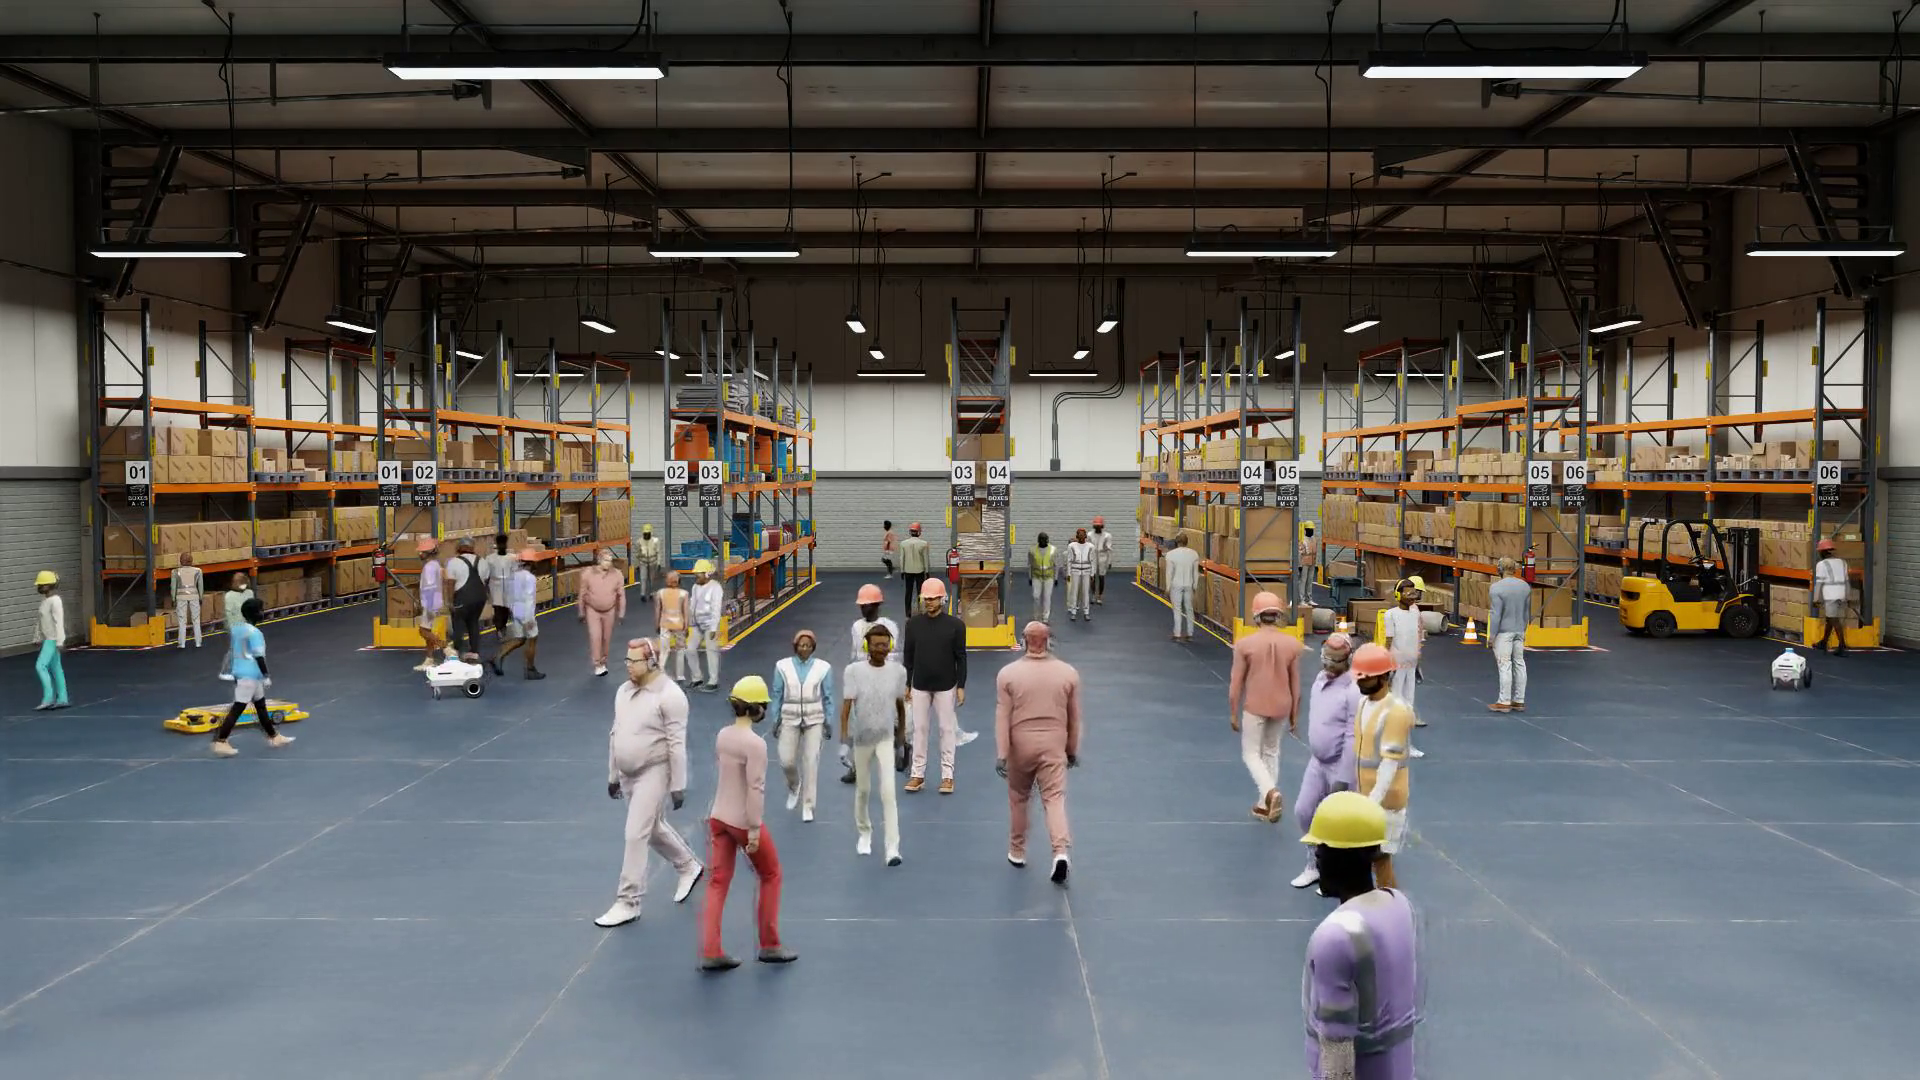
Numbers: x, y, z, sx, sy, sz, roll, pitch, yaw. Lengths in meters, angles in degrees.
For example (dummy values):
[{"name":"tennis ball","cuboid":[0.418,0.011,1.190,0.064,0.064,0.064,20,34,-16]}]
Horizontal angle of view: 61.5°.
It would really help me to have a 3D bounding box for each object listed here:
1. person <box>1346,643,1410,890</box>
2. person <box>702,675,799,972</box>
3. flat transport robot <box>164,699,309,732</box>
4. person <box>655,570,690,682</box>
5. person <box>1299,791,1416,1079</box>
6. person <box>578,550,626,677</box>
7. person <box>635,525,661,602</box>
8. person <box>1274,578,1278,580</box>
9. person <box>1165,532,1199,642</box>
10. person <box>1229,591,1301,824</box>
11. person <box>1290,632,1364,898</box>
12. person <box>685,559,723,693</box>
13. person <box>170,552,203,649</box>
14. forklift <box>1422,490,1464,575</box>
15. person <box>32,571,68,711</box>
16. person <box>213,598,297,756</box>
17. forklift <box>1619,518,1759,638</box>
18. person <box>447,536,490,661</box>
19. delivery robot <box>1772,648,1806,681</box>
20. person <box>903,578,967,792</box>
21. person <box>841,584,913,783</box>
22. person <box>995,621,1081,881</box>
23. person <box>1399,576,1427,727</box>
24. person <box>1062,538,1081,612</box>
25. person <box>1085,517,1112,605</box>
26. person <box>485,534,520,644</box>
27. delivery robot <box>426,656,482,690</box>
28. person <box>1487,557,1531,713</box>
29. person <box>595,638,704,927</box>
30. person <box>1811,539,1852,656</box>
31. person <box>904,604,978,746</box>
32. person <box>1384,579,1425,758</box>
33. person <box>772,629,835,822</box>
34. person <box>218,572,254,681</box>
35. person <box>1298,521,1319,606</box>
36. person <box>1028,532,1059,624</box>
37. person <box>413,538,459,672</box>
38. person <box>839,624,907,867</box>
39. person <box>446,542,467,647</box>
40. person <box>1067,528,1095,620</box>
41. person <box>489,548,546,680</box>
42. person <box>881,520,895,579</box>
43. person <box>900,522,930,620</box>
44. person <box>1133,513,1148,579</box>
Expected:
[{"name":"person","cuboid":[2.533,1.591,9.981,0.473,1.914,0.555,-1,2,-18]},{"name":"person","cuboid":[-1.257,1.683,9.684,0.705,1.739,0.540,-2,3,-43]},{"name":"flat transport robot","cuboid":[-8.517,2.058,19.045,0.652,0.197,1.431,2,3,38]},{"name":"person","cuboid":[-4.072,1.228,22.775,0.521,1.609,0.775,0,2,7]},{"name":"person","cuboid":[1.265,1.774,5.288,0.421,1.908,0.598,2,3,44]},{"name":"person","cuboid":[-5.242,1.078,23.632,0.671,1.855,0.997,-1,2,-24]},{"name":"person","cuboid":[-7.292,0.550,37.748,0.588,1.783,0.934,0,2,-10]},{"name":"person","cuboid":[7.772,0.402,40.363,0.587,1.865,0.413,1,2,21]},{"name":"person","cuboid":[3.931,0.836,28.609,0.635,1.937,0.352,-1,2,-18]},{"name":"person","cuboid":[2.592,1.419,13.593,0.622,1.974,0.770,0,2,-11]},{"name":"person","cuboid":[2.597,1.561,11.157,0.541,1.868,0.686,-1,2,-20]},{"name":"person","cuboid":[-3.495,1.168,21.867,0.595,1.814,0.542,2,3,39]},{"name":"person","cuboid":[-13.125,1.030,27.420,0.515,1.641,0.314,-1,3,-33]},{"name":"forklift","cuboid":[13.926,-0.371,47.846,1.873,2.768,1.129,0,2,0]},{"name":"person","cuboid":[-11.485,1.265,20.248,0.591,1.750,0.529,-2,3,-42]},{"name":"person","cuboid":[-7.493,1.436,17.082,0.887,1.645,0.548,-2,3,-39]},{"name":"forklift","cuboid":[13.417,0.684,29.791,2.313,2.155,1.214,0,2,0]},{"name":"person","cuboid":[-7.775,0.932,25.453,0.701,2.000,0.543,-2,3,-45]},{"name":"delivery robot","cuboid":[11.476,1.741,22.346,0.477,0.478,0.707,1,3,34]},{"name":"person","cuboid":[-0.243,1.347,15.041,0.612,1.996,0.388,1,2,16]},{"name":"person","cuboid":[-0.794,1.369,15.681,0.563,1.912,0.800,2,3,36]},{"name":"person","cuboid":[0.587,1.537,11.928,0.658,1.872,0.936,0,2,-9]},{"name":"person","cuboid":[5.336,1.304,19.077,0.328,1.760,0.523,0,2,-5]},{"name":"person","cuboid":[2.479,0.742,35.178,0.501,1.599,0.800,0,2,5]},{"name":"person","cuboid":[3.123,0.488,36.598,0.639,1.995,1.003,0,2,11]},{"name":"person","cuboid":[-8.106,0.851,28.574,0.608,1.924,0.992,-1,3,-25]},{"name":"delivery robot","cuboid":[-6.715,1.777,21.436,0.707,0.478,0.477,-1,2,-20]},{"name":"person","cuboid":[6.838,1.176,20.154,0.628,1.933,0.377,-1,3,-26]},{"name":"person","cuboid":[-2.080,1.576,10.865,0.654,1.872,0.933,2,3,42]},{"name":"person","cuboid":[14.245,0.939,26.542,0.564,1.888,0.935,-1,2,-20]},{"name":"person","cuboid":[-0.262,1.397,17.371,0.888,1.696,0.506,-1,2,-23]},{"name":"person","cuboid":[4.639,1.337,16.848,0.531,1.870,0.317,-2,3,-35]},{"name":"person","cuboid":[-1.337,1.571,13.817,0.543,1.625,0.373,0,2,-2]},{"name":"person","cuboid":[-10.268,1.236,22.966,0.716,1.581,0.512,2,3,34]},{"name":"person","cuboid":[7.853,0.530,36.408,0.588,1.930,0.362,-2,3,-34]},{"name":"person","cuboid":[1.656,0.753,32.050,0.626,1.828,0.447,0,2,6]},{"name":"person","cuboid":[-7.894,0.972,24.215,0.557,2.027,0.607,-1,2,-13]},{"name":"person","cuboid":[-0.658,1.547,12.297,0.537,1.815,0.994,0,2,-8]},{"name":"person","cuboid":[-8.576,0.932,27.723,0.563,1.820,0.439,1,2,23]},{"name":"person","cuboid":[2.467,0.693,32.917,0.576,1.882,0.355,0,2,-2]},{"name":"person","cuboid":[-6.350,1.068,23.217,0.726,1.914,0.560,-2,3,-40]},{"name":"person","cuboid":[-2.047,0.279,45.814,0.368,1.684,0.536,0,2,-11]},{"name":"person","cuboid":[-0.912,0.638,32.915,0.622,1.989,0.399,1,2,16]},{"name":"person","cuboid":[5.138,0.151,45.853,0.423,1.934,0.636,0,2,-11]}]
